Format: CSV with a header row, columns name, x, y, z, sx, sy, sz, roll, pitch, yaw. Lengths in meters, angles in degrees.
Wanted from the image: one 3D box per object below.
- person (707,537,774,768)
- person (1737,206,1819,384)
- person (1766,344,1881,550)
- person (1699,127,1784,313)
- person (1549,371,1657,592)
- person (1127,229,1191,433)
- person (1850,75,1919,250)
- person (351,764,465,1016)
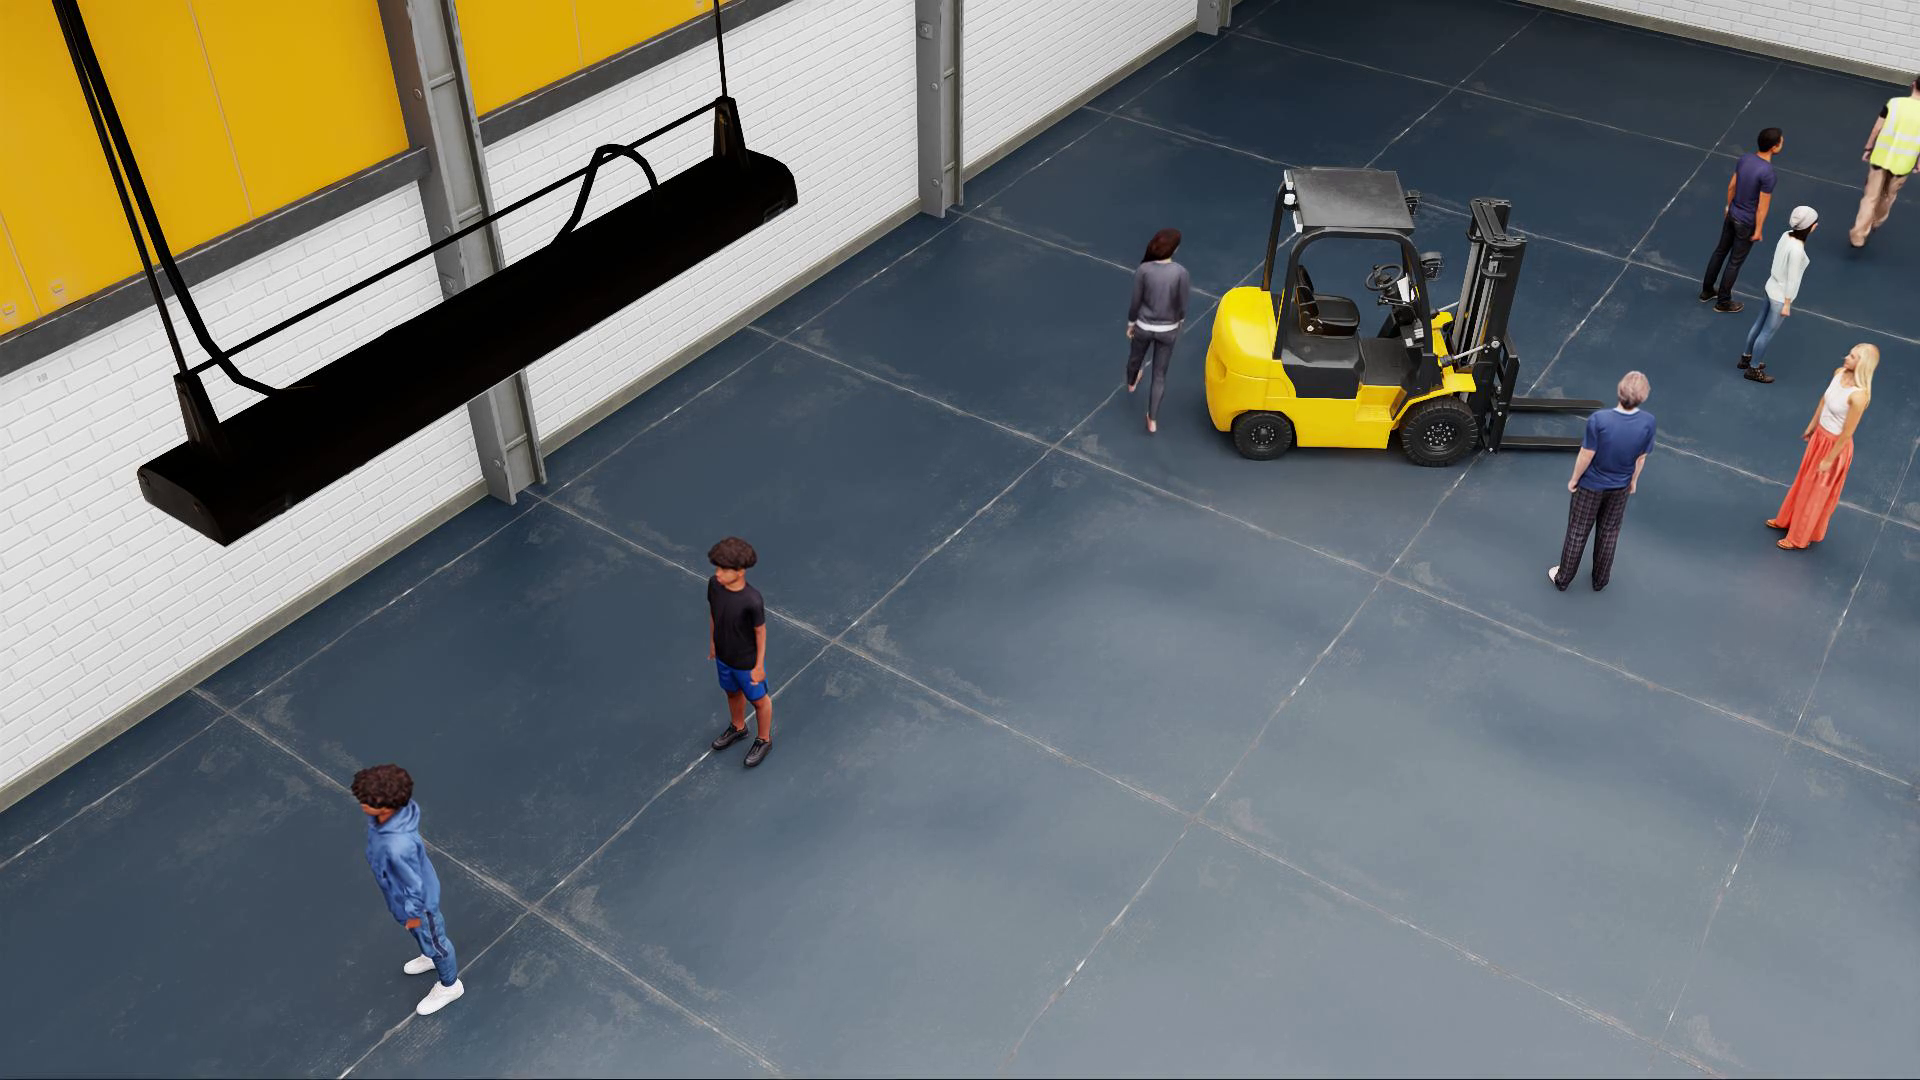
name,x,y,z,sx,sy,sz,roll,pitch,yaw
person,-1.423,0.706,10.786,0.595,1.800,0.562,24,45,27
person,7.149,-2.160,14.499,0.706,1.644,0.588,4,39,5
person,6.566,-0.709,12.556,0.785,1.802,0.682,4,39,5
person,7.241,-2.978,15.404,0.750,1.793,0.716,-10,40,-13
person,4.703,-0.416,12.133,0.738,1.871,0.728,3,39,3
person,1.648,-1.712,13.879,0.886,1.717,1.120,6,39,8
person,9.118,-3.687,16.278,0.829,1.810,1.200,16,41,19
person,-3.063,1.912,9.265,0.755,1.811,0.762,-17,42,-20
